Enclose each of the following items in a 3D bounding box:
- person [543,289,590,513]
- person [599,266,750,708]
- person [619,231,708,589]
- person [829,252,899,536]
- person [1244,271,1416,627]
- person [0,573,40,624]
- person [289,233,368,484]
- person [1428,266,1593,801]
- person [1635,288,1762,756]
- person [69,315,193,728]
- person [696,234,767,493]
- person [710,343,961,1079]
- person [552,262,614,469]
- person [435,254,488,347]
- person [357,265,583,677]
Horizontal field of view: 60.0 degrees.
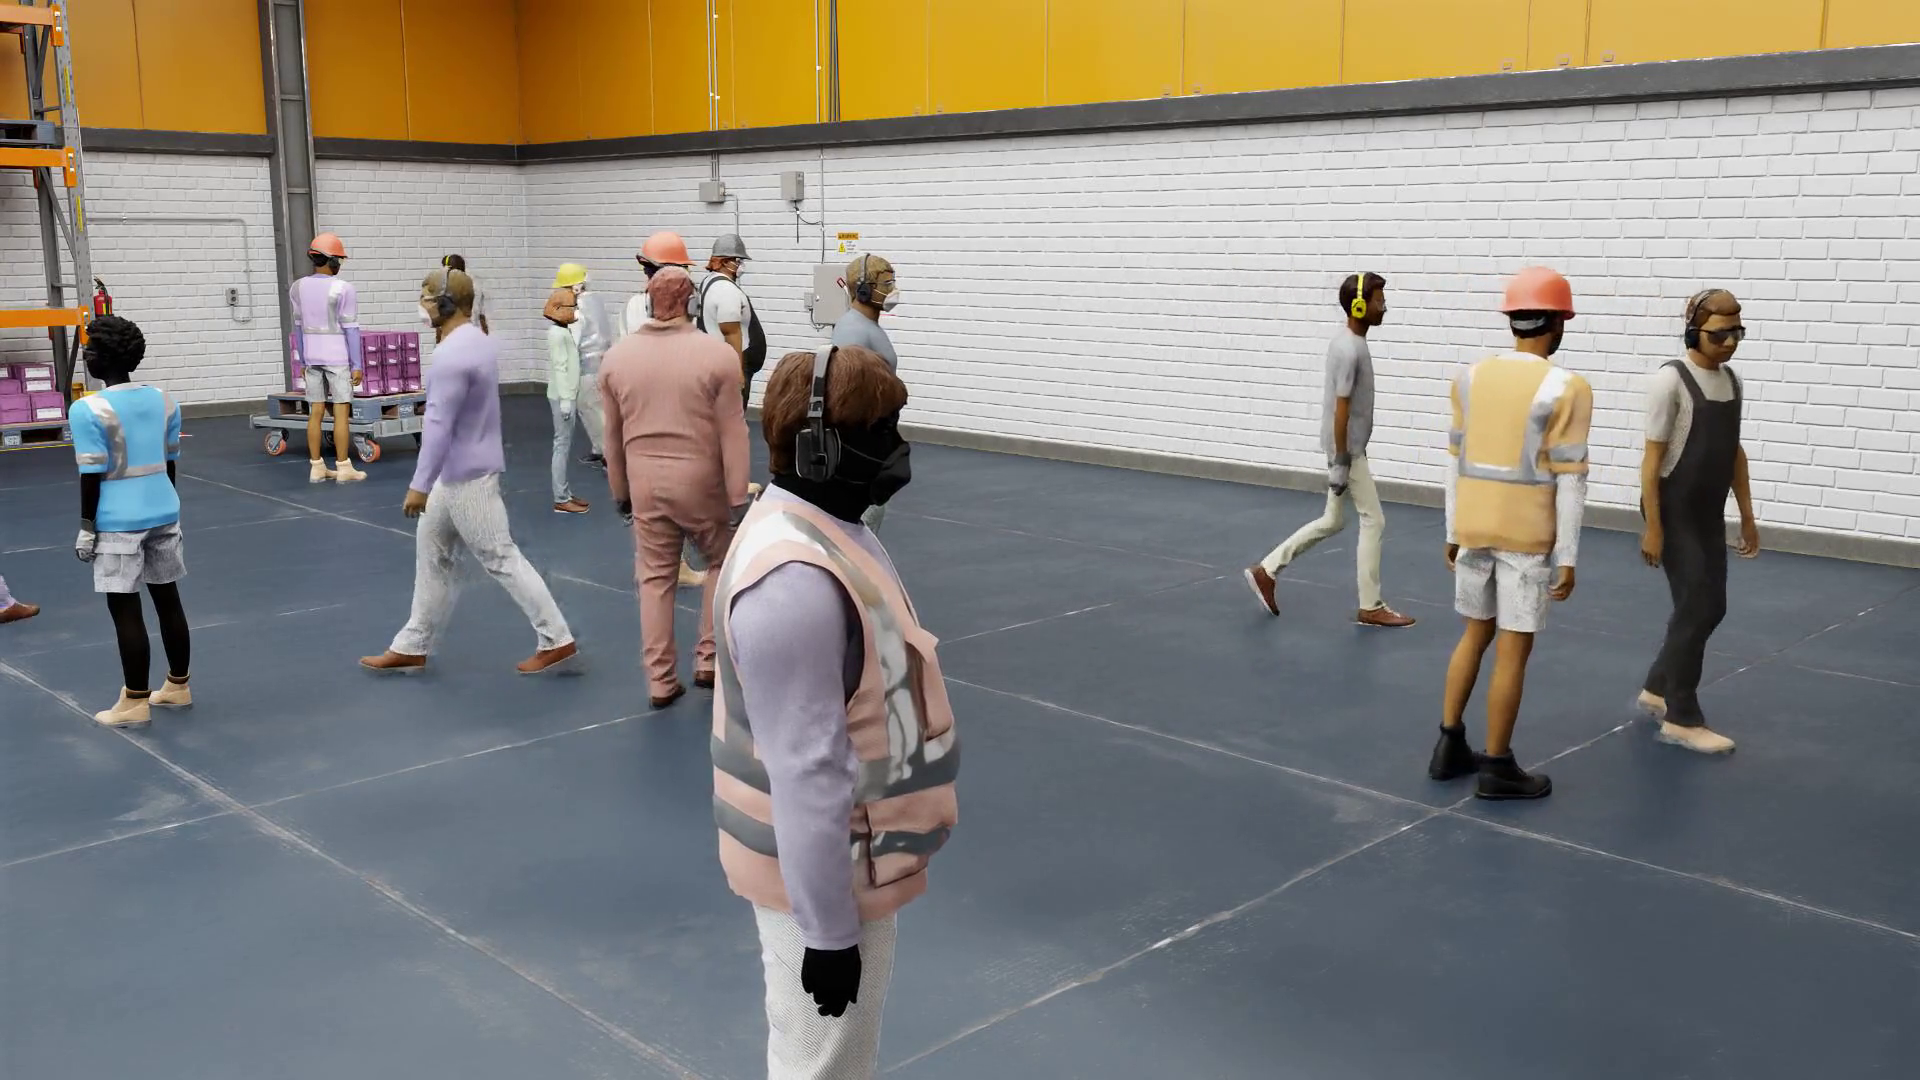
[{"bbox_3d":[-2.891,-1.019,12.209,0.277,1.633,0.507,-2,11,-9],"label":"person"},{"bbox_3d":[-1.179,-0.227,7.187,0.685,1.890,0.542,3,11,14],"label":"person"},{"bbox_3d":[-1.688,-0.741,9.576,0.395,2.042,0.611,-10,14,-43],"label":"person"},{"bbox_3d":[-0.451,-0.394,7.970,0.374,1.941,0.627,1,10,3],"label":"person"},{"bbox_3d":[1.942,-0.468,8.633,0.823,1.847,0.517,1,10,8],"label":"person"},{"bbox_3d":[-5.208,-0.416,8.313,0.656,1.867,0.993,3,11,17],"label":"person"},{"bbox_3d":[-5.138,-1.472,13.594,0.604,2.039,0.401,3,11,17],"label":"person"},{"bbox_3d":[2.012,-0.020,6.029,0.481,1.916,0.568,-8,13,-38],"label":"person"},{"bbox_3d":[2.894,-0.075,6.546,0.534,1.817,0.453,-7,12,-32],"label":"person"},{"bbox_3d":[-3.429,-0.074,6.878,0.318,1.700,0.535,3,11,16],"label":"person"},{"bbox_3d":[-1.793,-1.394,13.145,0.536,2.000,0.688,-5,11,-24],"label":"person"},{"bbox_3d":[-0.213,0.578,2.936,0.429,1.842,0.634,0,10,-3],"label":"person"},{"bbox_3d":[-3.188,-1.488,14.336,0.577,1.787,0.611,1,10,7],"label":"person"},{"bbox_3d":[-4.846,-1.846,16.156,0.400,1.844,0.500,9,14,41],"label":"person"},{"bbox_3d":[-2.237,-0.295,7.566,1.014,1.897,0.630,-2,11,-11],"label":"person"}]
